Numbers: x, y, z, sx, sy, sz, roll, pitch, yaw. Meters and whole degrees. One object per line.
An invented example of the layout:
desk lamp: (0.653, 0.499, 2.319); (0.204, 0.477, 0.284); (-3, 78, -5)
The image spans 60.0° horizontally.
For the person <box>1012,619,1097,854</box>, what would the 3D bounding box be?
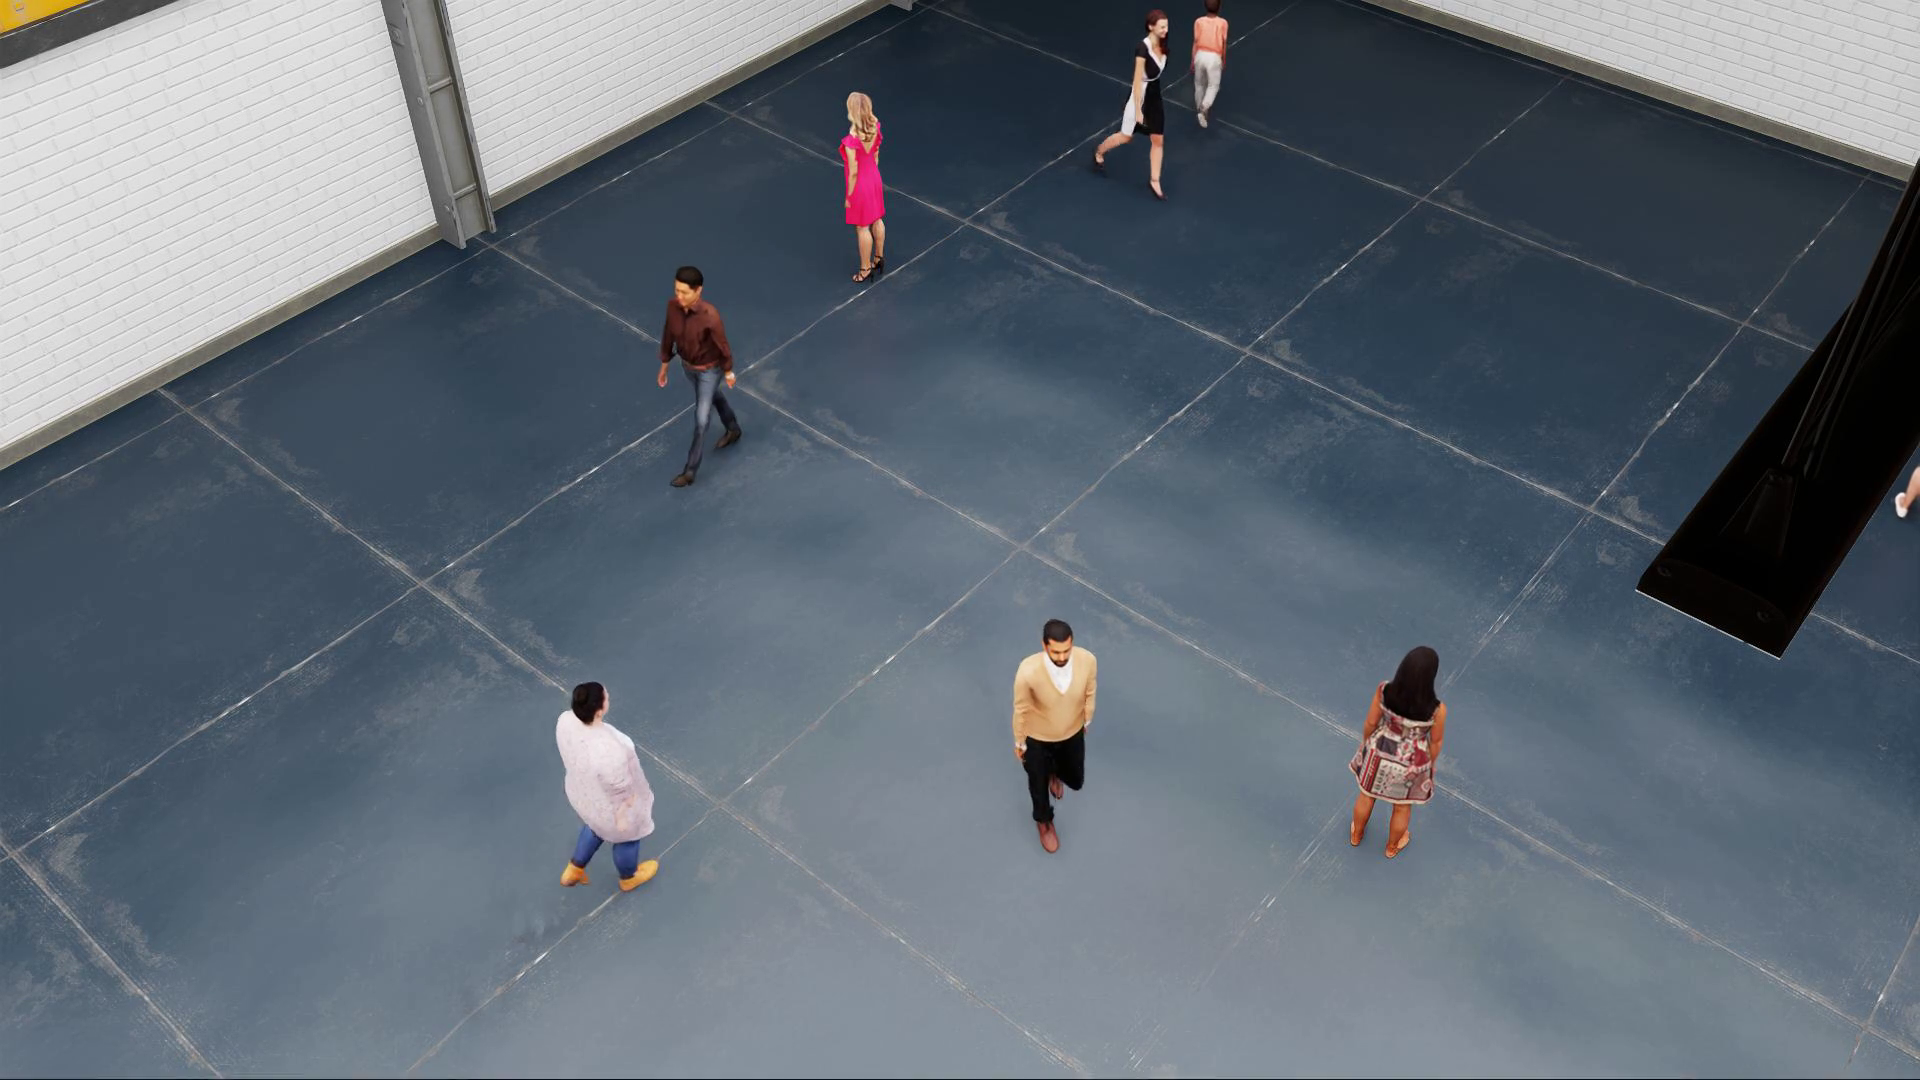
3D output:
person: (0.516, 1.057, 9.627); (0.918, 1.742, 0.961); (-9, 44, -9)

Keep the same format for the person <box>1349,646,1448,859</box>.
person: (2.500, 1.227, 9.522); (0.694, 1.642, 0.604); (20, 47, 20)

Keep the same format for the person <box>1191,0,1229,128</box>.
person: (2.361, -4.556, 15.843); (0.630, 1.297, 0.808); (14, 45, 14)

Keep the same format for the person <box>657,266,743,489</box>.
person: (-1.824, -1.288, 12.098); (0.709, 1.730, 1.122); (26, 49, 25)

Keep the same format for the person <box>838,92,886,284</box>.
person: (-0.789, -2.929, 13.822); (0.642, 1.728, 0.490); (26, 49, 25)

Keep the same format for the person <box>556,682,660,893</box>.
person: (-2.039, 1.442, 9.230); (0.829, 1.733, 0.712); (-34, 53, -31)

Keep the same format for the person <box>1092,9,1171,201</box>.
person: (1.557, -3.903, 14.821); (0.668, 1.760, 1.040); (30, 51, 27)
